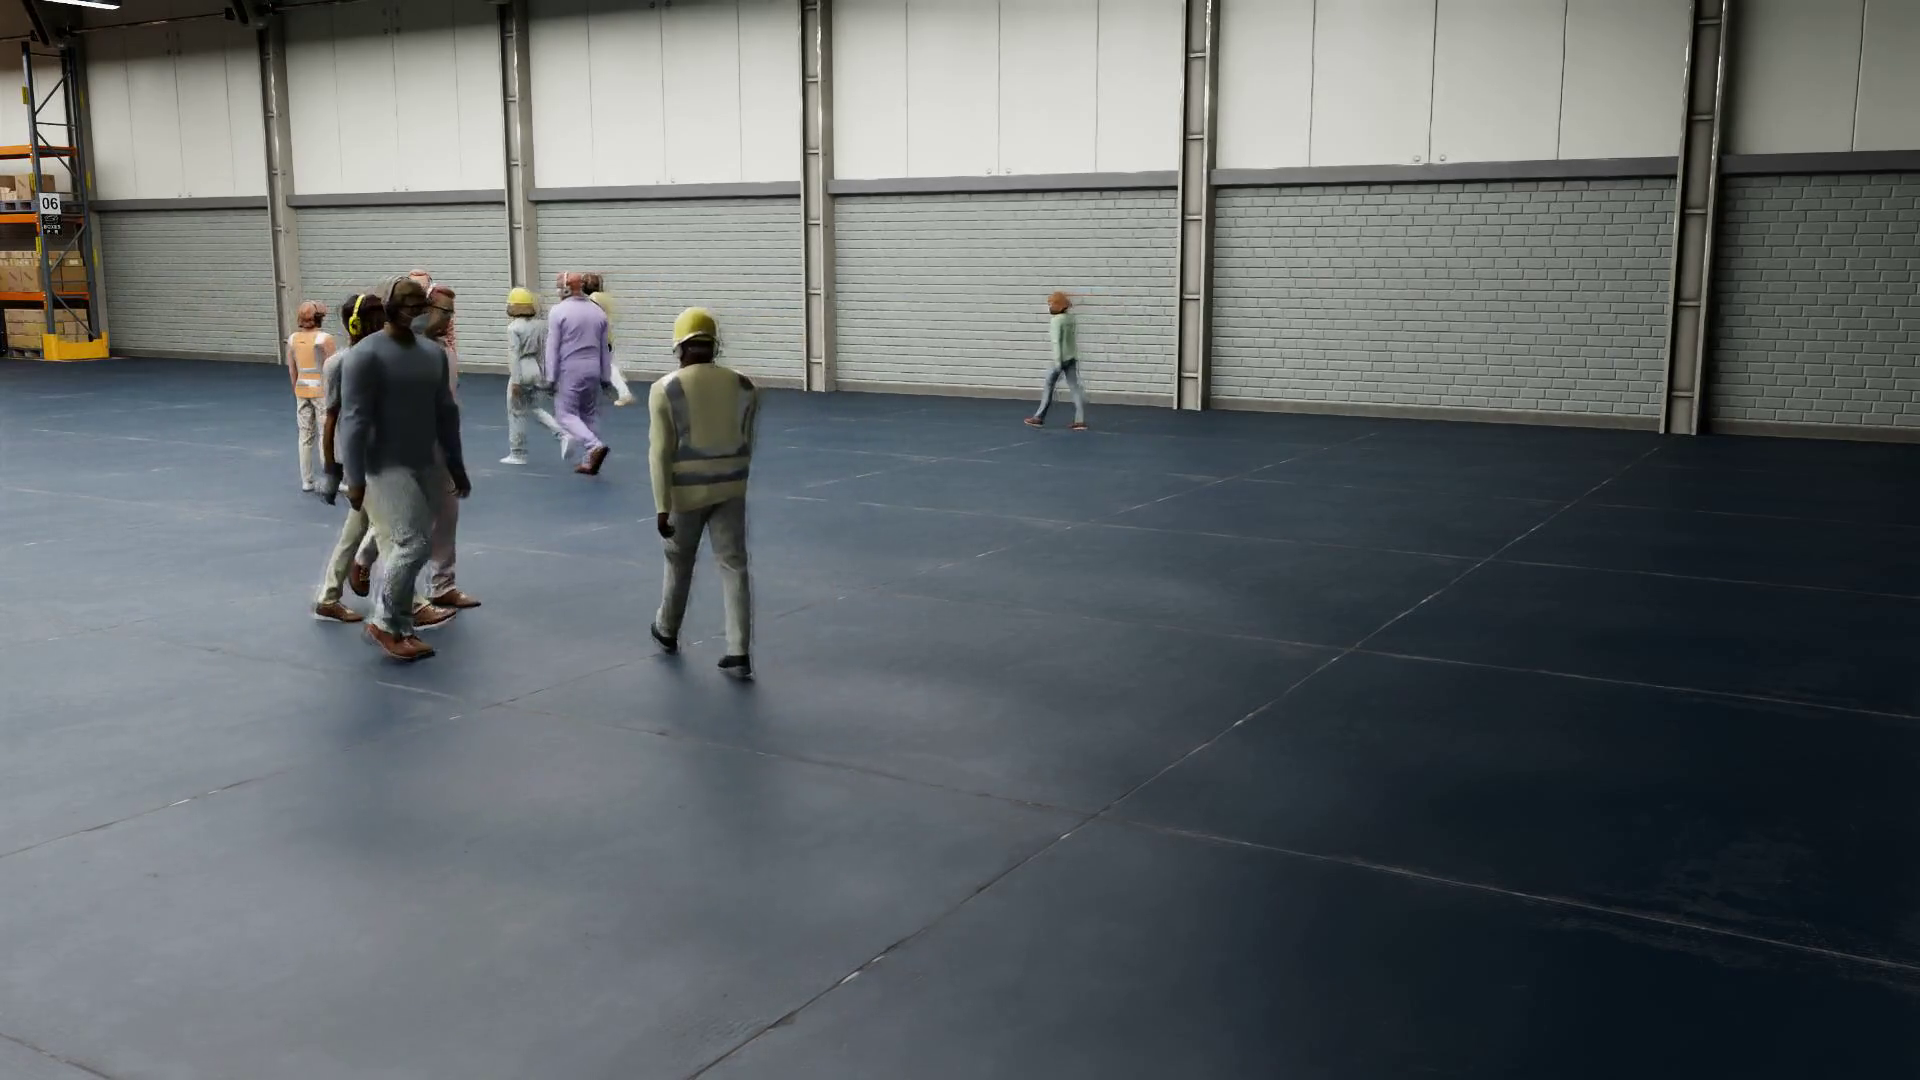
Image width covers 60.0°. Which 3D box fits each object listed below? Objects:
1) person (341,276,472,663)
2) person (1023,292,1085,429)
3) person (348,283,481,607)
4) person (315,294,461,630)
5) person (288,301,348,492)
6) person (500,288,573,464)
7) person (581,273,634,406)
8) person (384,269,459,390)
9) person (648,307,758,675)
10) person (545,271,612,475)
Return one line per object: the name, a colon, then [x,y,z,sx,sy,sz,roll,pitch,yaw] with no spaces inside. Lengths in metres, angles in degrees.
person: [-2.759,-0.336,8.257,0.481,1.920,0.642,3,10,18]
person: [1.120,-2.098,19.509,0.841,1.591,0.527,7,12,34]
person: [-3.165,-0.535,9.569,0.729,1.873,0.687,3,10,20]
person: [-3.175,-0.415,9.032,0.928,1.816,0.516,2,10,10]
person: [-5.509,-1.219,14.250,0.511,1.641,0.307,4,10,21]
person: [-4.154,-1.583,16.159,0.678,1.724,0.488,4,10,22]
person: [-4.863,-2.686,22.412,0.961,1.800,0.628,0,10,-1]
person: [-4.883,-1.506,15.153,0.648,1.907,0.401,-6,12,-33]
person: [-1.265,-0.250,8.177,0.584,1.770,0.979,-5,11,-28]
person: [-3.441,-1.501,15.155,0.610,1.892,0.678,7,12,35]
